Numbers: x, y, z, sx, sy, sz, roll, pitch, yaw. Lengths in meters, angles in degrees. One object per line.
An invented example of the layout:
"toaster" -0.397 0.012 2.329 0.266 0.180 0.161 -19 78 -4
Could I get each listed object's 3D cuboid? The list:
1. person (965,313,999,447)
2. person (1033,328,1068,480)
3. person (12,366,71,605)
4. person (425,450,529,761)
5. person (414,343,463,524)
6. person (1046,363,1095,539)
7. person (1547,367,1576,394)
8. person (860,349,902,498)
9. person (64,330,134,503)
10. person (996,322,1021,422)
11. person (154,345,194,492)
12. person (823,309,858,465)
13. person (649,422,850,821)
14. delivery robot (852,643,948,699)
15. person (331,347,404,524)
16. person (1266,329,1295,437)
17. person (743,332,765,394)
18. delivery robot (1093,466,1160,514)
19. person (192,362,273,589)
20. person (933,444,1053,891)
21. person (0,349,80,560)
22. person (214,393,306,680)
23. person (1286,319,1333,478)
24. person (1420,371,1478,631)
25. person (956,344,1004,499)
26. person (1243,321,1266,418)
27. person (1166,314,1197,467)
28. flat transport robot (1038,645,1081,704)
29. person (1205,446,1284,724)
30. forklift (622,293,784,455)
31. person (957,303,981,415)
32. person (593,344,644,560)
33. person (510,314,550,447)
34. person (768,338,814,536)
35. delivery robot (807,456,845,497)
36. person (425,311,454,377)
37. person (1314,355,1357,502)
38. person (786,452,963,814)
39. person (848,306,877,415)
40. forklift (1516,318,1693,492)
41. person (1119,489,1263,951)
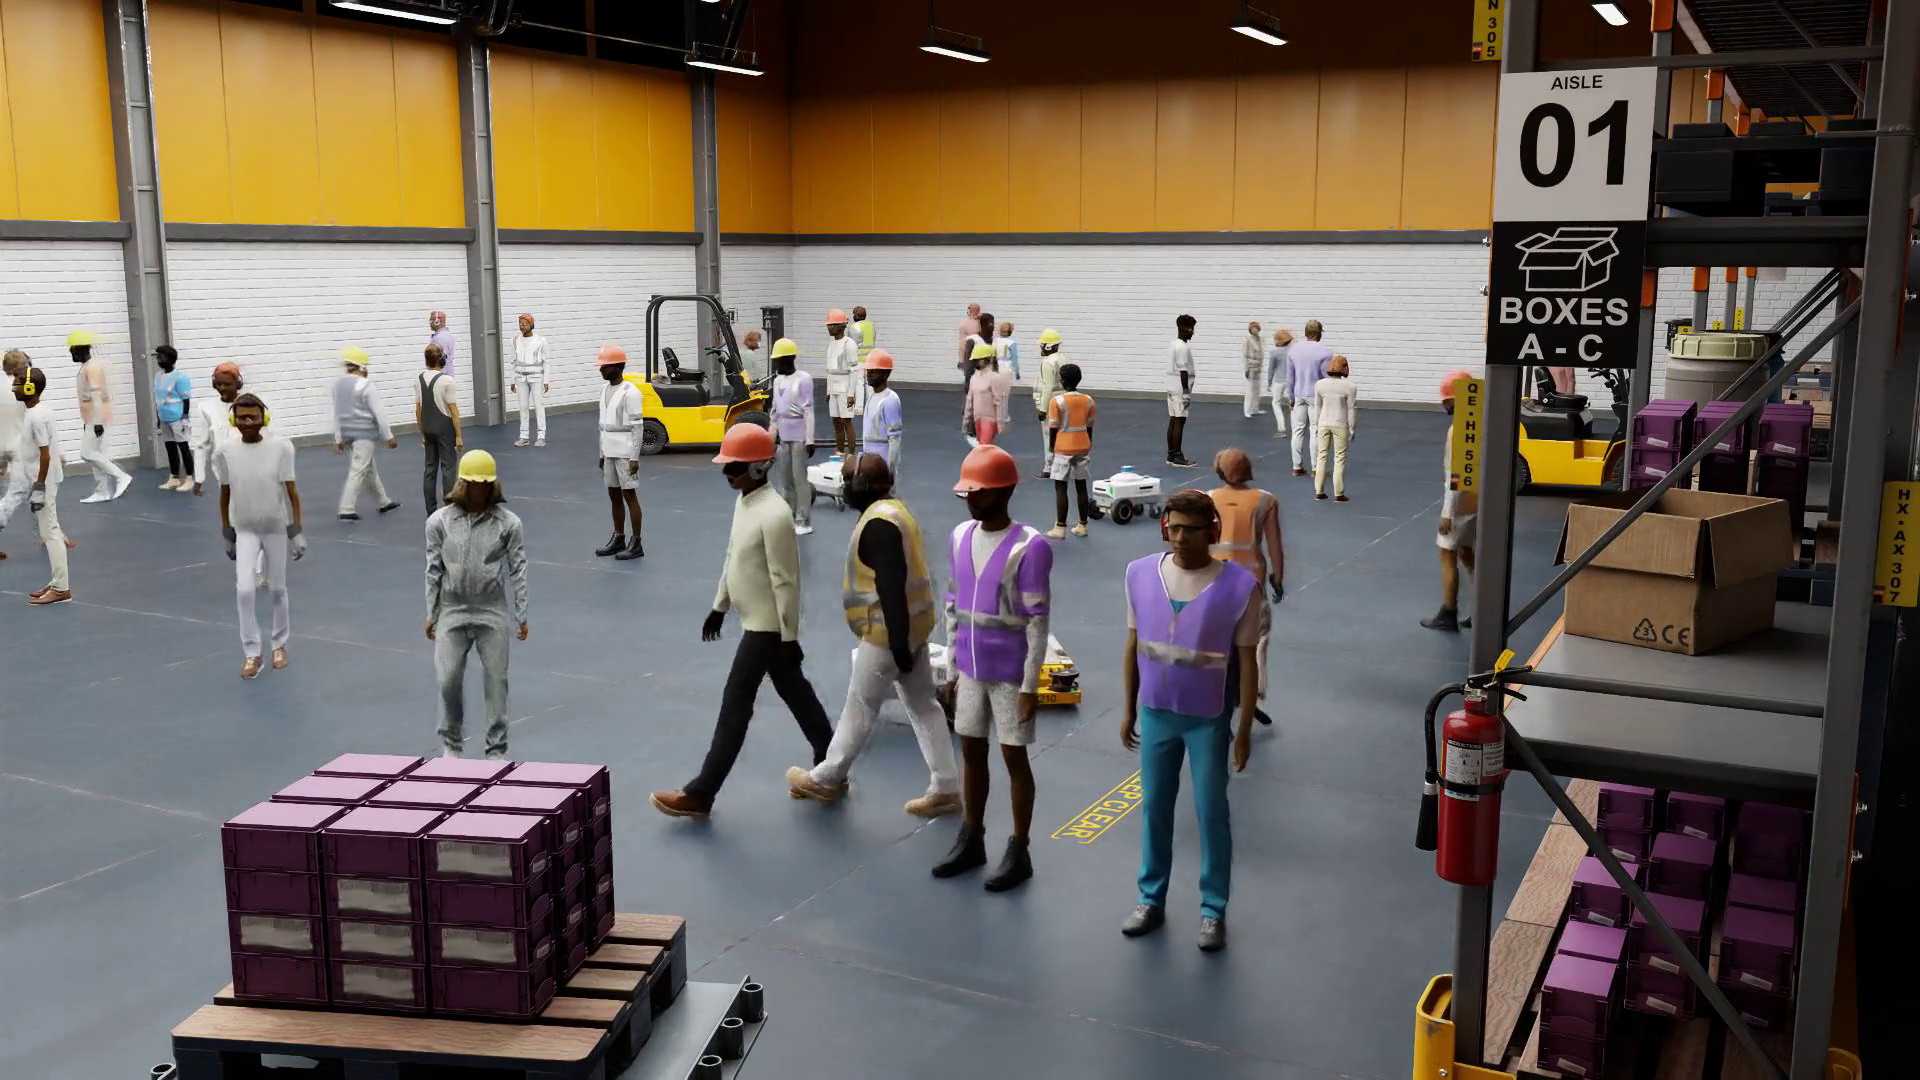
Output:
"person" 0.303 -2.230 23.378 0.440 1.902 0.636 7 12 36
"person" 1.089 -1.646 20.194 0.404 1.837 0.587 4 10 21
"person" -7.218 -0.428 13.044 0.327 1.874 0.521 -5 11 -25
"person" -2.519 0.390 8.689 0.527 1.733 0.361 -3 10 -17
"person" -5.230 -1.054 16.744 0.507 1.847 0.345 4 11 21
"person" 1.062 -0.854 16.025 0.533 1.693 0.317 -6 12 -33
"person" 7.727 -1.821 21.417 0.327 1.765 0.531 -4 11 -21
"person" -0.690 -0.649 14.118 0.349 1.940 0.551 -4 11 -23
"person" -9.484 -1.346 18.227 0.487 1.910 0.618 -6 12 -33
"person" 0.787 -2.721 27.011 0.524 1.618 0.546 -8 12 -37
"person" -9.070 -1.398 19.161 0.540 1.695 0.317 5 11 28
"person" -1.532 -1.885 20.980 0.391 2.041 0.615 -7 12 -34
"person" -1.002 0.387 8.148 1.044 1.938 0.631 -3 10 -16
"delivery robot" -0.281 0.756 9.722 0.707 0.478 0.477 -1 10 -4
"person" -6.103 -1.079 17.081 0.597 1.788 0.897 7 12 36
"person" 4.882 -2.325 24.779 0.615 1.615 0.305 -1 10 -6
"person" -2.975 -2.259 24.424 0.828 1.586 0.521 0 10 -3
"delivery robot" 1.714 -0.518 17.097 0.707 0.478 0.477 -7 12 -35
"person" -5.930 -0.514 13.573 0.595 1.858 0.715 0 10 0
"person" 0.138 0.549 7.198 0.548 1.938 0.377 8 13 41
"person" -8.547 -0.776 15.043 0.641 1.897 0.981 6 12 33
"person" -4.537 -0.026 10.823 0.535 1.842 0.748 -3 10 -17
"person" 4.292 -1.730 20.384 0.628 1.940 0.378 9 14 44
"person" 3.596 -0.261 12.027 0.457 1.913 0.584 8 13 40
"person" 0.213 -1.311 18.533 0.742 1.729 0.549 -6 12 -33
"person" 4.923 -2.849 27.813 0.620 1.610 0.402 -8 13 -39
"person" 2.850 -1.923 21.445 0.376 1.959 0.600 -1 10 -7
"flat transport robot" 0.330 0.783 10.662 0.652 0.197 1.431 -1 10 -6
"person" 1.641 0.252 9.858 0.532 1.605 0.673 2 10 13
"forklift" -3.588 -2.317 23.042 2.313 2.155 1.214 -1 10 -5
"person" 0.233 -3.075 28.267 0.651 1.906 0.401 -6 11 -30
"person" -3.083 -0.787 14.933 0.551 1.934 0.373 9 13 43
"person" -6.113 -2.262 23.622 0.584 1.882 0.337 2 10 11
"person" -1.650 -1.010 16.285 0.403 1.917 0.615 -8 13 -39
"delivery robot" -1.353 -0.666 17.954 0.477 0.478 0.707 -8 13 -38
"person" -7.568 -2.378 24.231 0.409 1.907 0.651 -2 10 -11
"person" 4.150 -1.234 18.427 0.493 1.624 0.280 7 12 34
"person" -0.417 0.466 8.169 0.951 1.779 0.654 2 10 10
"person" -1.694 -3.045 28.277 0.430 1.845 0.619 7 12 36
"forklift" 7.066 -1.601 18.899 2.313 2.155 1.214 5 11 27
"person" 0.913 0.700 6.627 0.578 1.837 0.397 6 11 31
